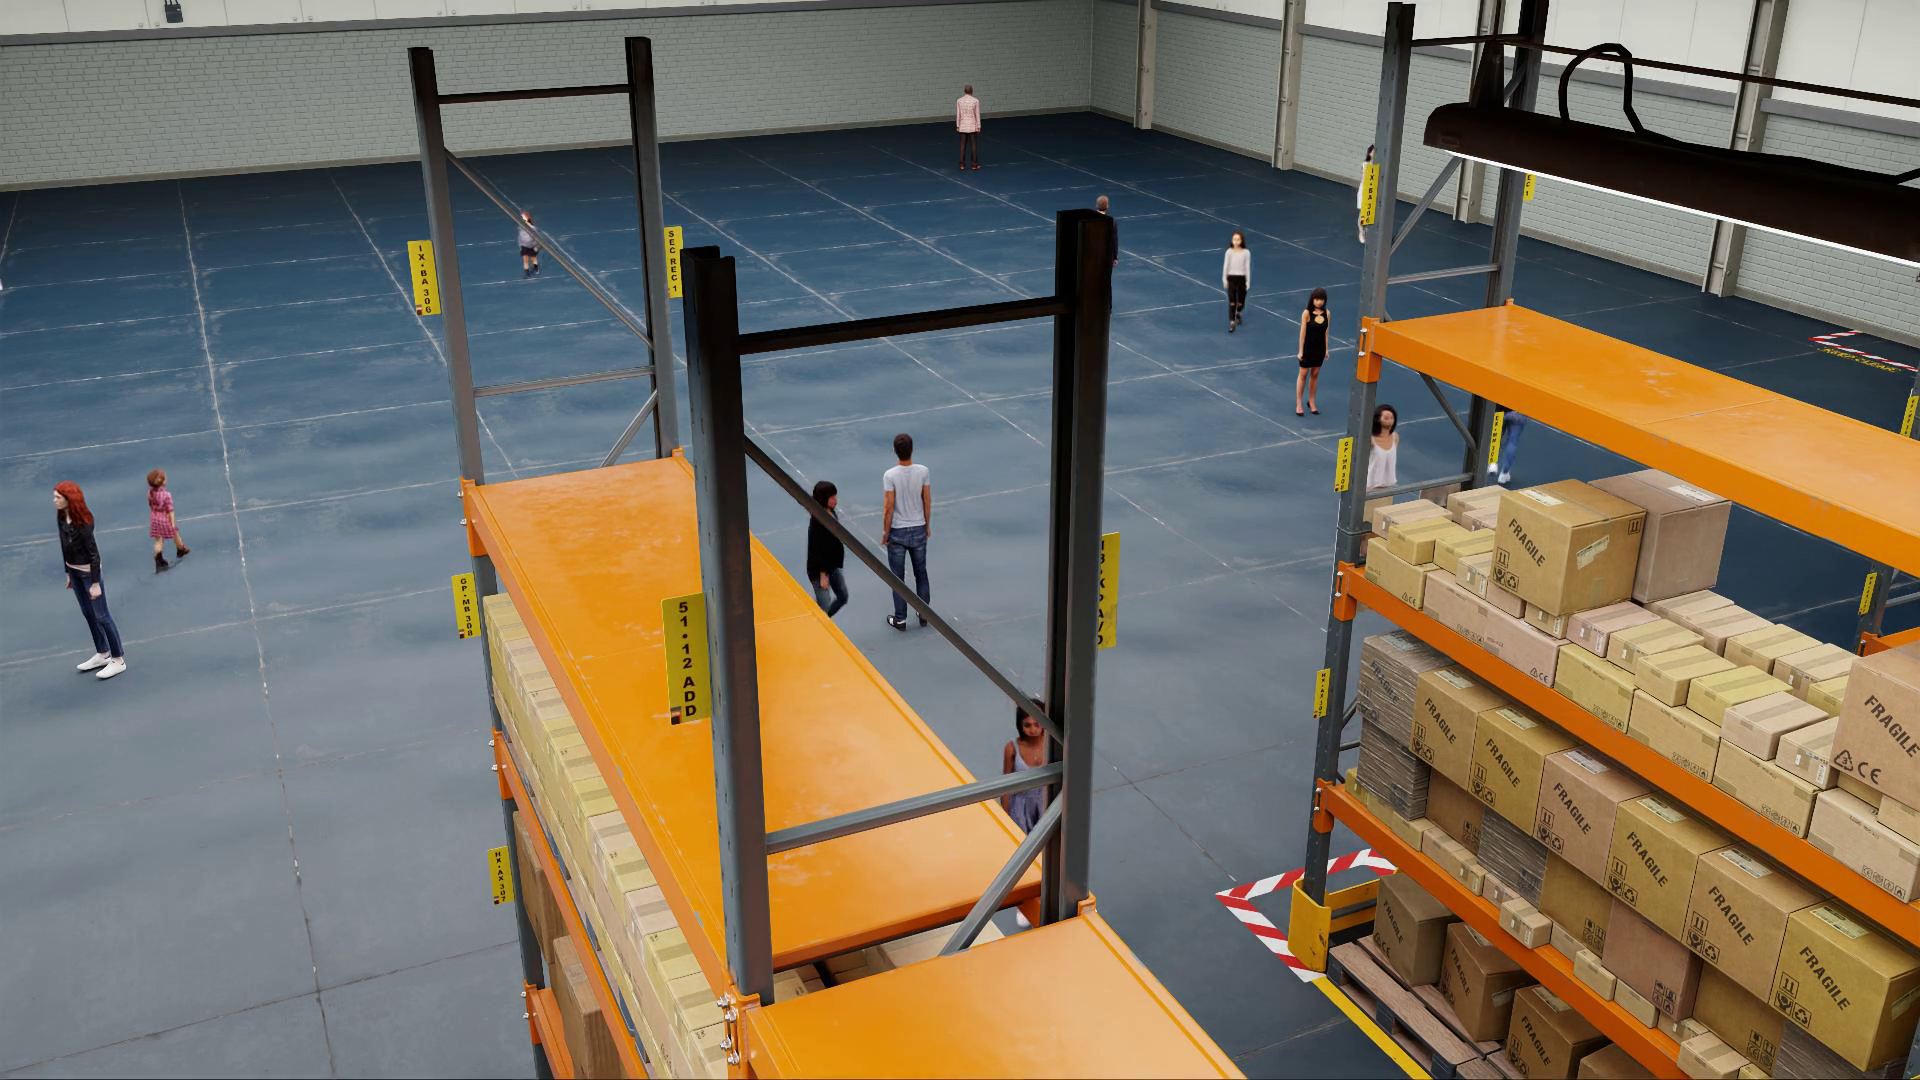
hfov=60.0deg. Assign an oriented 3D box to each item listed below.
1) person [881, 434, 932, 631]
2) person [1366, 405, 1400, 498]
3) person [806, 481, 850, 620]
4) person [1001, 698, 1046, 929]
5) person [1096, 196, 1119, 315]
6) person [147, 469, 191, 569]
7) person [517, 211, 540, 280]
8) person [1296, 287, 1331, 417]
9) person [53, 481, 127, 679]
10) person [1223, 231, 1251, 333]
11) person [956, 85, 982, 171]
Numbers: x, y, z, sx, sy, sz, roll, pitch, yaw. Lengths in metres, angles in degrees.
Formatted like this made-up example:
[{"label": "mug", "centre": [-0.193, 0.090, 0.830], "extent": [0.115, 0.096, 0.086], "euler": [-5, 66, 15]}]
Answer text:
[{"label": "person", "centre": [-0.480, -0.077, 15.205], "extent": [0.642, 1.866, 0.562], "euler": [-9, 24, -19]}, {"label": "person", "centre": [4.181, -0.571, 16.635], "extent": [0.519, 1.655, 0.577], "euler": [-10, 25, -23]}, {"label": "person", "centre": [-1.261, 0.229, 14.776], "extent": [0.761, 1.637, 0.706], "euler": [11, 25, 23]}, {"label": "person", "centre": [0.480, 1.787, 11.054], "extent": [0.718, 1.683, 0.795], "euler": [-1, 23, -3]}, {"label": "person", "centre": [2.131, -4.313, 25.229], "extent": [0.769, 1.816, 0.758], "euler": [1, 23, 2]}, {"label": "person", "centre": [-7.990, -0.203, 16.598], "extent": [0.643, 1.007, 0.784], "euler": [3, 23, 7]}, {"label": "person", "centre": [-7.133, -4.895, 27.530], "extent": [0.687, 1.086, 0.849], "euler": [1, 23, 2]}, {"label": "person", "centre": [4.425, -2.379, 20.901], "extent": [0.597, 1.645, 0.537], "euler": [-5, 24, -13]}, {"label": "person", "centre": [-7.538, 0.331, 14.346], "extent": [0.619, 1.787, 0.721], "euler": [14, 27, 30]}, {"label": "person", "centre": [4.085, -3.826, 24.518], "extent": [0.775, 1.475, 0.860], "euler": [5, 23, 11]}, {"label": "person", "centre": [0.178, -9.001, 36.263], "extent": [0.782, 1.808, 0.806], "euler": [5, 23, 11]}]
